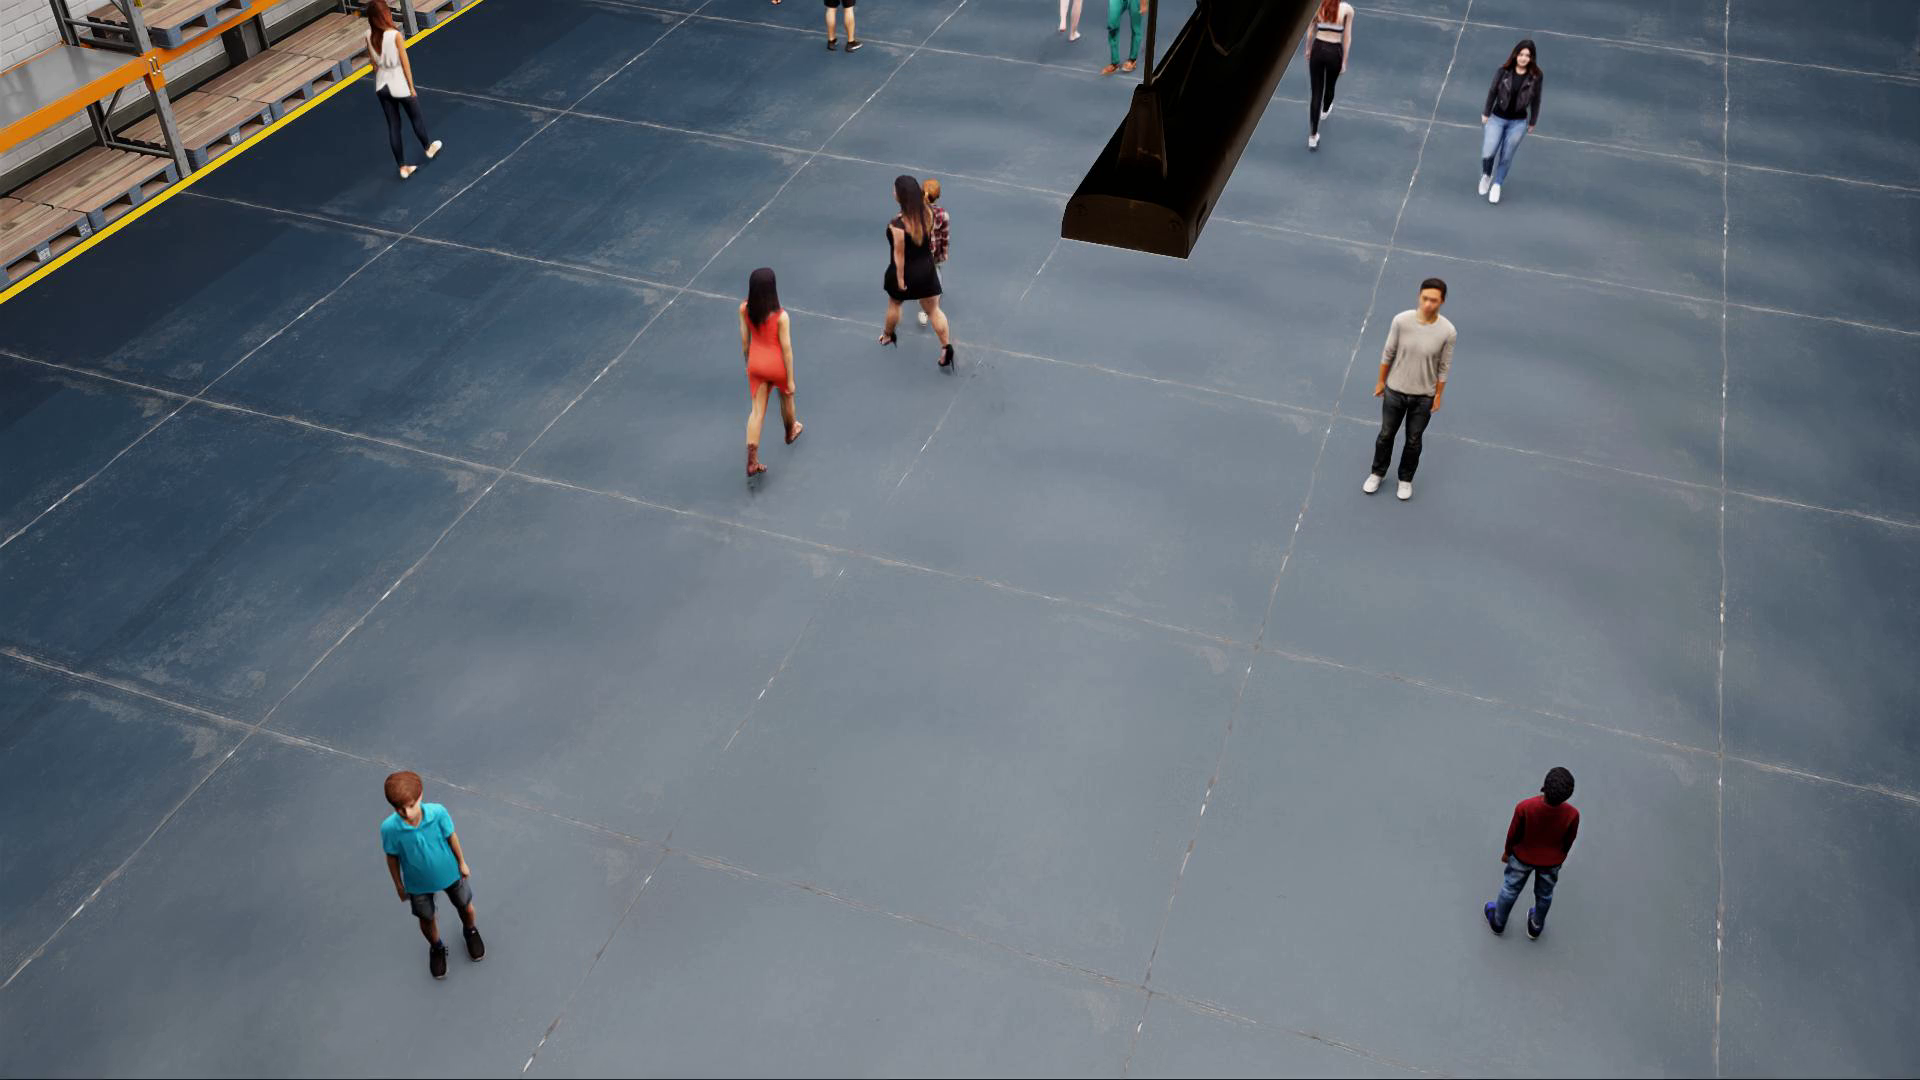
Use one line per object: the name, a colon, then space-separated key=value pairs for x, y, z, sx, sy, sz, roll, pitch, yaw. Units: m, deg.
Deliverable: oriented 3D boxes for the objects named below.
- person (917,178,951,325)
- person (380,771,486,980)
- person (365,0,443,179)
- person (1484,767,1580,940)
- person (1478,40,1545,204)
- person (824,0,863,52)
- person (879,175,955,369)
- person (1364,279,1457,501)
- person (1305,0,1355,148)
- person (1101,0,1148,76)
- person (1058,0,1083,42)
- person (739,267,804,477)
person: x=-0.291 y=-2.488 z=14.428 sx=0.703 sy=1.279 sz=0.953 roll=2 pitch=39 yaw=3
person: x=-2.852 y=1.760 z=8.972 sx=0.617 sy=1.448 sz=0.677 roll=-16 pitch=41 yaw=-19
person: x=-5.635 y=-4.421 z=16.460 sx=0.712 sy=1.763 sz=0.969 roll=7 pitch=39 yaw=9
person: x=3.184 y=1.729 z=9.168 sx=0.527 sy=1.253 sz=0.528 roll=6 pitch=39 yaw=8
person: x=5.324 y=-4.095 z=16.162 sx=0.674 sy=1.624 sz=0.612 roll=10 pitch=40 yaw=12
person: x=-1.392 y=-6.484 z=19.088 sx=0.626 sy=1.707 sz=0.510 roll=11 pitch=40 yaw=14
person: x=-0.305 y=-2.160 z=13.699 sx=1.094 sy=1.675 sz=1.000 roll=-31 pitch=48 yaw=-33
person: x=3.338 y=-1.132 z=12.302 sx=0.640 sy=1.812 sz=0.531 roll=13 pitch=41 yaw=16
person: x=3.739 y=-4.884 z=17.092 sx=0.629 sy=1.698 sz=1.138 roll=11 pitch=40 yaw=14
person: x=1.940 y=-6.111 z=18.582 sx=0.738 sy=1.755 sz=0.869 roll=20 pitch=43 yaw=23
person: x=1.293 y=-6.607 z=19.207 sx=0.581 sy=1.751 sz=0.615 roll=13 pitch=41 yaw=16
person: x=-1.480 y=-1.242 z=12.544 sx=0.594 sy=1.681 sz=1.088 roll=12 pitch=40 yaw=14
